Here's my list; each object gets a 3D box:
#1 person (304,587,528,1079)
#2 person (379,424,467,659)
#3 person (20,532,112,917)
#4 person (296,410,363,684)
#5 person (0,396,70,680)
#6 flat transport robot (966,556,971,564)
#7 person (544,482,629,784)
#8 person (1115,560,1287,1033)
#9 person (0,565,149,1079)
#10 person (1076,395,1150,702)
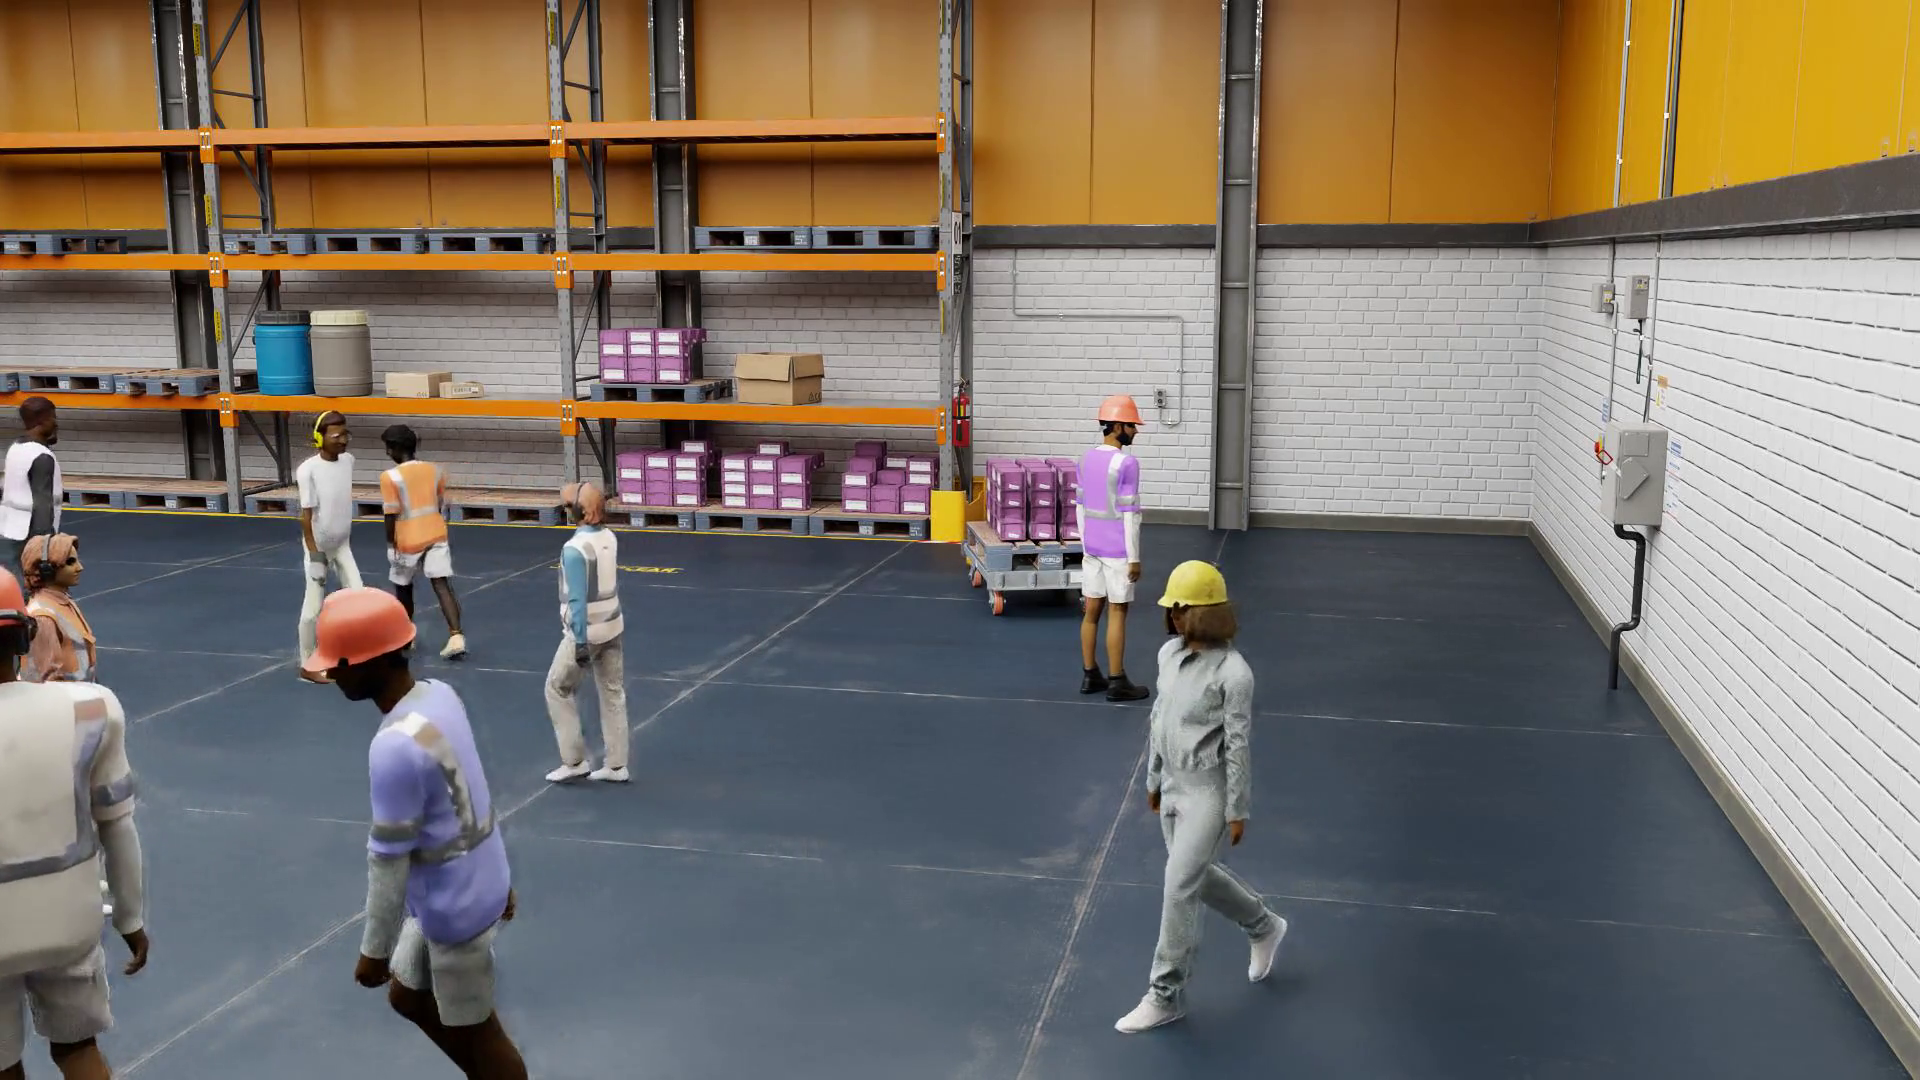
[{"bbox_3d":[-1.484,1.042,4.774,0.656,1.884,0.569,-2,10,-14],"label":"person"},{"bbox_3d":[-3.777,0.013,11.596,0.875,1.640,0.536,7,12,38],"label":"person"},{"bbox_3d":[-3.805,0.782,7.059,0.309,1.641,0.515,-4,10,-24],"label":"person"},{"bbox_3d":[-3.978,0.074,10.714,0.924,1.816,0.541,5,11,25],"label":"person"},{"bbox_3d":[-6.122,-0.005,11.026,0.624,1.885,0.453,9,13,43],"label":"person"},{"bbox_3d":[0.836,0.107,15.104,1.431,0.197,0.652,3,10,18],"label":"flat transport robot"},{"bbox_3d":[-2.007,0.495,8.795,0.567,1.615,0.533,3,10,17],"label":"person"},{"bbox_3d":[0.913,0.905,6.106,0.785,1.714,0.493,-5,11,-28],"label":"person"},{"bbox_3d":[-2.450,1.045,4.355,0.636,2.030,0.572,-9,13,-43],"label":"person"},{"bbox_3d":[0.967,0.049,10.530,0.375,1.934,0.547,-6,11,-33],"label":"person"}]
